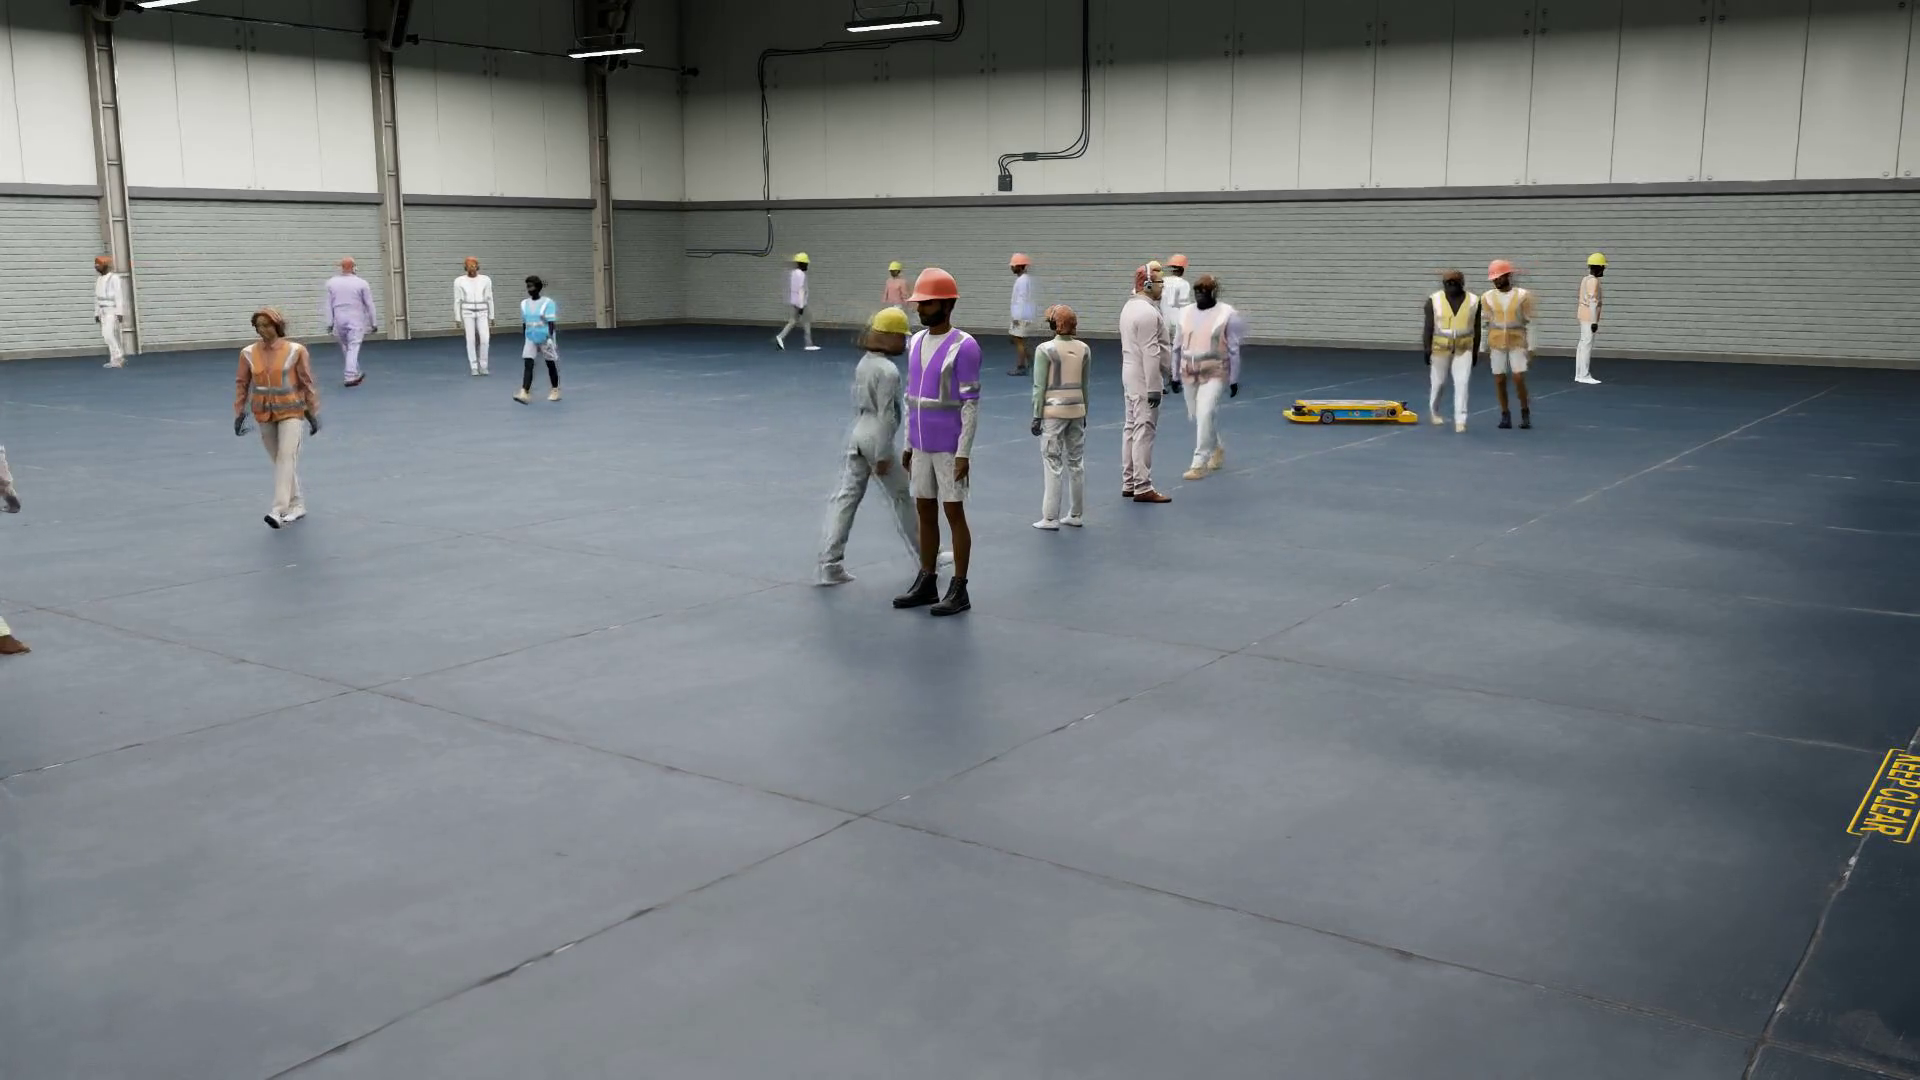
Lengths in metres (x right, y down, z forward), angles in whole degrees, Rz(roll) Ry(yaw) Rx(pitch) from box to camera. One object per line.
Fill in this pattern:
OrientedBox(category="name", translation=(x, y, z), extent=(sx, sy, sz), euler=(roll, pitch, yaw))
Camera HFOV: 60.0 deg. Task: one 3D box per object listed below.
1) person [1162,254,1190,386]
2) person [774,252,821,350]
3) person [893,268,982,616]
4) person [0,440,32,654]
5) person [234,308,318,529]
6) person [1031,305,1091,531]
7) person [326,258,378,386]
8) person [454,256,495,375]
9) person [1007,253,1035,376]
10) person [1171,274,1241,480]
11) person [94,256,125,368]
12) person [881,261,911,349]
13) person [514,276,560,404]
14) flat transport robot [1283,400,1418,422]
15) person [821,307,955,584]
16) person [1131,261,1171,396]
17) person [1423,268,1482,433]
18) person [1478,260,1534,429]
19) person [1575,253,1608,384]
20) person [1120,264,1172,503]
OrientedBox(category="person", translation=(3.103, -3.182, 24.139), extent=(0.445, 1.923, 0.580), euler=(-9, 14, -42))
OrientedBox(category="person", translation=(-3.171, -4.620, 32.261), extent=(0.835, 1.903, 0.589), euler=(-5, 11, -26))
OrientedBox(category="person", translation=(-0.131, -0.547, 9.343), extent=(0.544, 1.939, 0.354), euler=(10, 14, 44))
OrientedBox(category="person", translation=(-5.142, -0.225, 8.483), extent=(0.800, 1.599, 0.501), euler=(2, 10, 9))
OrientedBox(category="person", translation=(-5.021, -0.879, 12.138), extent=(0.546, 1.589, 0.851), euler=(1, 10, 3))
OrientedBox(category="person", translation=(0.739, -0.884, 12.088), extent=(0.518, 1.635, 0.313), euler=(-8, 13, -38))
OrientedBox(category="person", translation=(-8.922, -3.205, 24.468), extent=(0.676, 1.850, 1.001), euler=(1, 10, 5))
OrientedBox(category="person", translation=(-7.587, -3.489, 26.021), extent=(0.620, 1.860, 0.697), euler=(-4, 11, -22))
OrientedBox(category="person", translation=(0.946, -3.520, 26.044), extent=(0.439, 1.922, 0.547), euler=(0, 10, -1))
OrientedBox(category="person", translation=(2.225, -1.475, 14.906), extent=(0.638, 1.820, 0.848), euler=(8, 13, 38))
OrientedBox(category="person", translation=(-14.211, -3.789, 27.694), extent=(0.601, 1.864, 0.437), euler=(7, 12, 33))
OrientedBox(category="person", translation=(-1.208, -4.587, 32.556), extent=(0.851, 1.733, 0.525), euler=(-10, 14, -44))
OrientedBox(category="person", translation=(-5.489, -2.597, 21.613), extent=(0.542, 1.646, 0.866), euler=(3, 11, 16))
OrientedBox(category="flat transport robot", translation=(4.546, -1.511, 19.408), extent=(1.431, 0.197, 0.652), euler=(0, 10, 1))
OrientedBox(category="person", translation=(-0.456, -0.573, 10.189), extent=(0.944, 1.681, 0.513), euler=(-6, 12, -32))
OrientedBox(category="person", translation=(2.628, -2.883, 22.718), extent=(0.587, 1.835, 0.403), euler=(8, 13, 39))
OrientedBox(category="person", translation=(5.471, -2.120, 18.530), extent=(0.629, 1.812, 0.822), euler=(2, 10, 11))
OrientedBox(category="person", translation=(6.100, -2.178, 18.605), extent=(0.595, 1.889, 0.509), euler=(5, 11, 26))
OrientedBox(category="person", translation=(9.383, -3.290, 24.732), extent=(0.380, 1.928, 0.586), euler=(2, 10, 10))
OrientedBox(category="person", translation=(1.508, -1.260, 13.424), extent=(0.408, 1.908, 0.643), euler=(-2, 10, -10))
